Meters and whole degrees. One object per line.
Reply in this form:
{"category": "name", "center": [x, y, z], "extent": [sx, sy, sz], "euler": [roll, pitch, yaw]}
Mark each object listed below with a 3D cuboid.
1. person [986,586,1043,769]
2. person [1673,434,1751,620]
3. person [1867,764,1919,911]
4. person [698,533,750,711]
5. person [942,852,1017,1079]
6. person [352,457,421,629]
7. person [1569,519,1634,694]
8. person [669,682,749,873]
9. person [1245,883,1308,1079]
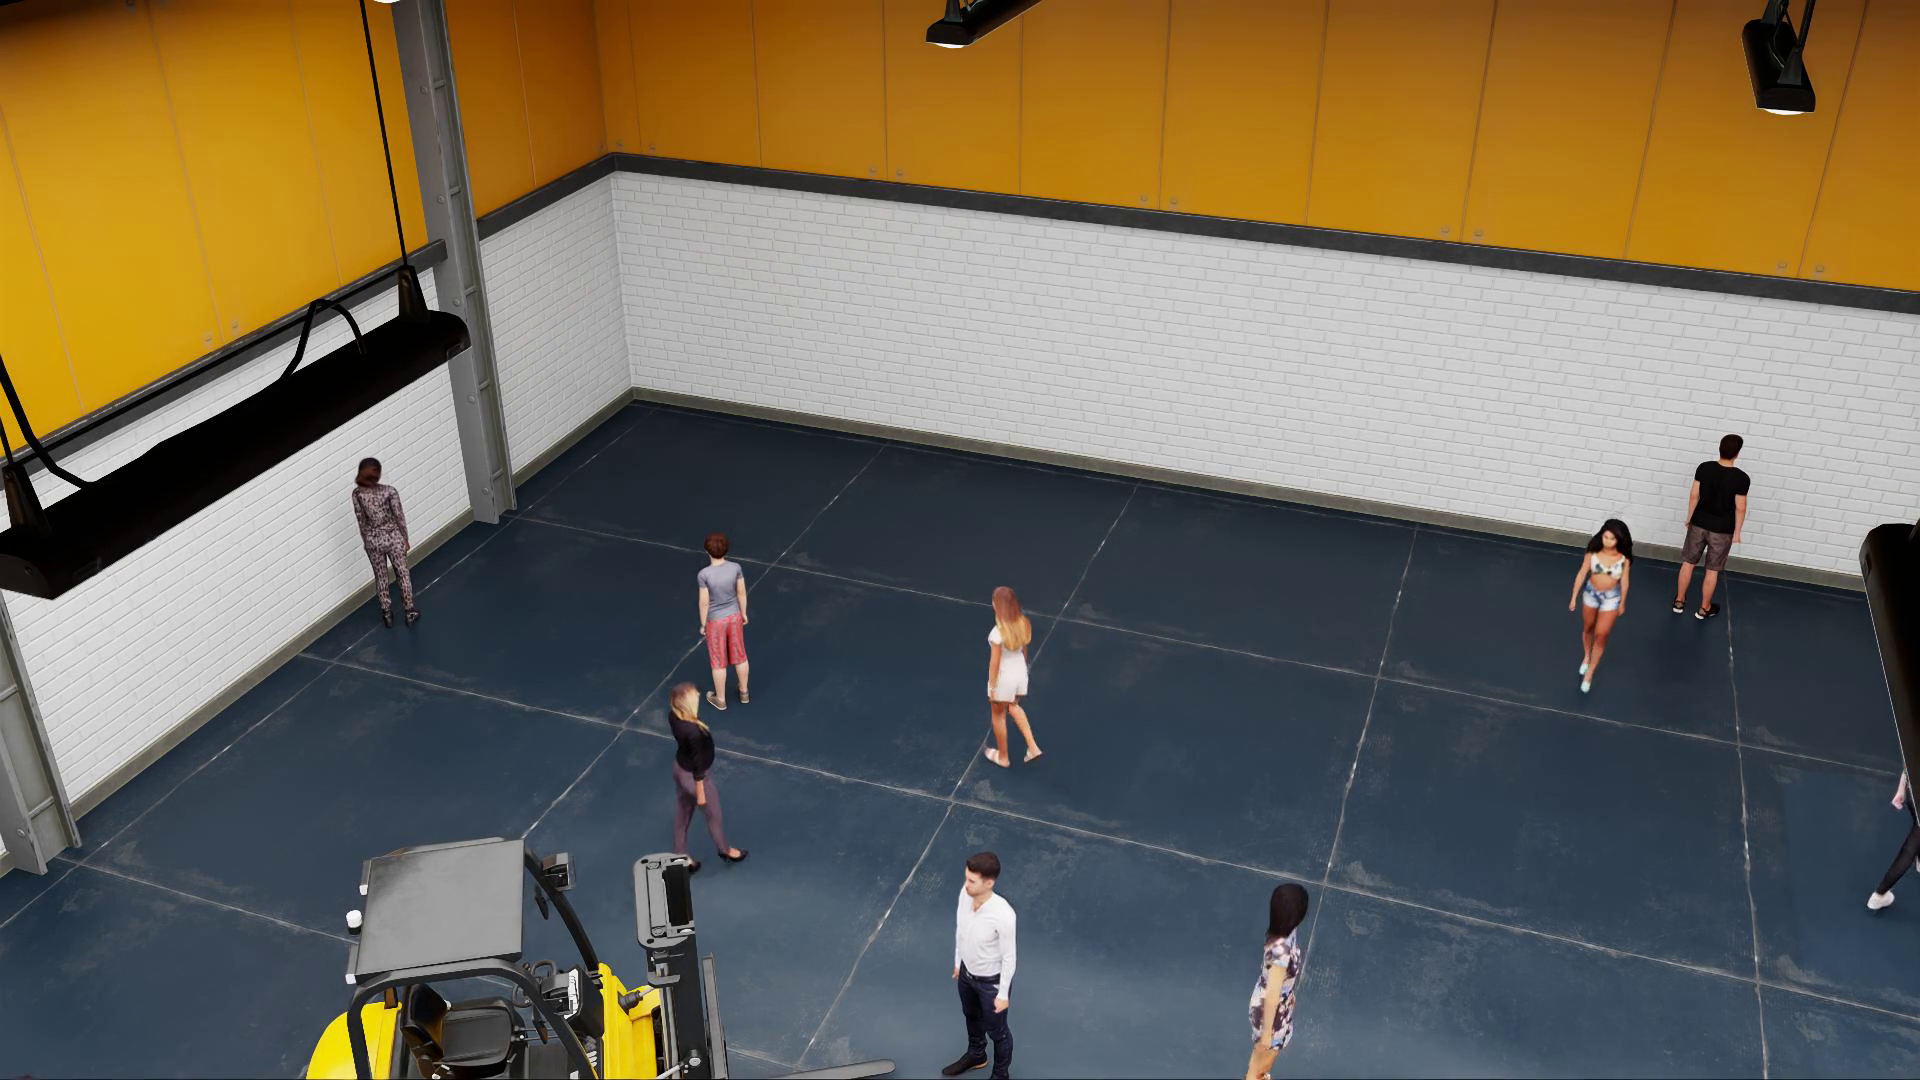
{"category": "person", "center": [0.449, 1.149, 13.329], "extent": [0.820, 1.682, 0.827], "euler": [-24, 37, -37]}
{"category": "person", "center": [7.001, -0.139, 15.503], "extent": [0.745, 1.861, 0.712], "euler": [22, 36, 35]}
{"category": "person", "center": [6.887, 1.937, 11.884], "extent": [1.203, 1.683, 1.009], "euler": [-19, 34, -31]}
{"category": "person", "center": [-2.018, 0.689, 14.205], "extent": [0.653, 1.651, 0.718], "euler": [-14, 31, -23]}
{"category": "person", "center": [0.161, 2.682, 10.324], "extent": [0.732, 1.868, 0.712], "euler": [-21, 35, -33]}
{"category": "person", "center": [-5.322, 0.016, 15.371], "extent": [0.664, 1.715, 0.682], "euler": [-3, 29, -5]}
{"category": "person", "center": [5.640, 0.508, 14.586], "extent": [0.696, 1.604, 0.836], "euler": [18, 33, 29]}
{"category": "person", "center": [-2.024, 1.790, 12.179], "extent": [0.905, 1.658, 0.823], "euler": [-19, 34, -30]}
{"category": "person", "center": [1.868, 2.885, 10.110], "extent": [0.804, 1.718, 0.453], "euler": [15, 32, 26]}
